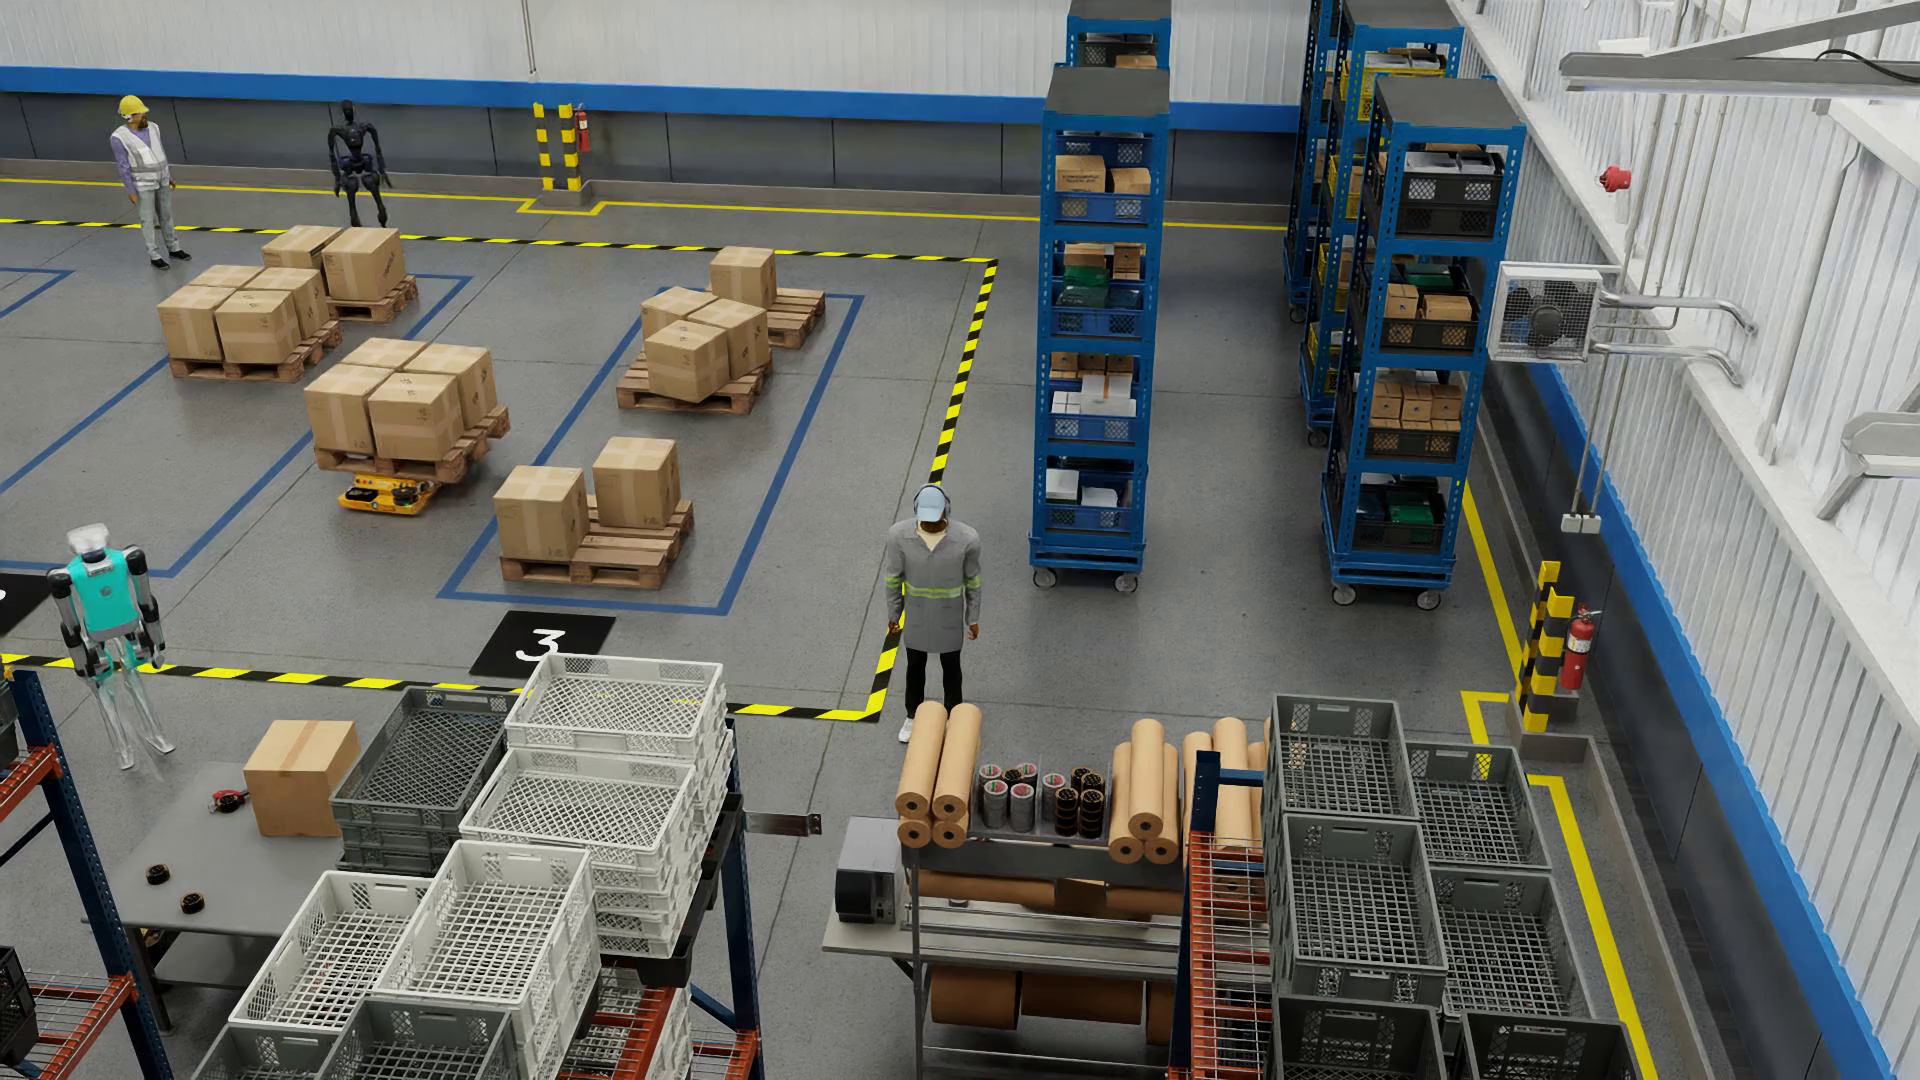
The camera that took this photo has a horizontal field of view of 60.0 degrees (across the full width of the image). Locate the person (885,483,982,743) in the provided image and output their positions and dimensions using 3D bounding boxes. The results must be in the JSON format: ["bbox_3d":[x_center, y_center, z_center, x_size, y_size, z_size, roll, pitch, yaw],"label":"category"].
[{"bbox_3d":[-0.169,0.468,10.295,0.597,1.850,0.395,3,30,5],"label":"person"}]

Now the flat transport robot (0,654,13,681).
[{"bbox_3d":[-7.142,0.969,11.010,1.431,0.231,0.659,3,30,6],"label":"flat transport robot"}]

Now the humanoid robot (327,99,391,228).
[{"bbox_3d":[-6.559,-4.003,18.143,0.590,1.642,0.379,-16,34,-25],"label":"humanoid robot"}]

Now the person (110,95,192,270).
[{"bbox_3d":[-8.588,-3.799,17.641,0.404,1.831,0.600,13,33,21],"label":"person"}]

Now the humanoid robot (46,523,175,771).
[{"bbox_3d":[-5.159,0.577,10.089,0.533,1.677,0.735,-22,37,-33],"label":"humanoid robot"}]

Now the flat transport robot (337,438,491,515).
[{"bbox_3d":[-4.492,-0.657,13.774,0.652,0.197,1.431,6,31,11],"label":"flat transport robot"}]
